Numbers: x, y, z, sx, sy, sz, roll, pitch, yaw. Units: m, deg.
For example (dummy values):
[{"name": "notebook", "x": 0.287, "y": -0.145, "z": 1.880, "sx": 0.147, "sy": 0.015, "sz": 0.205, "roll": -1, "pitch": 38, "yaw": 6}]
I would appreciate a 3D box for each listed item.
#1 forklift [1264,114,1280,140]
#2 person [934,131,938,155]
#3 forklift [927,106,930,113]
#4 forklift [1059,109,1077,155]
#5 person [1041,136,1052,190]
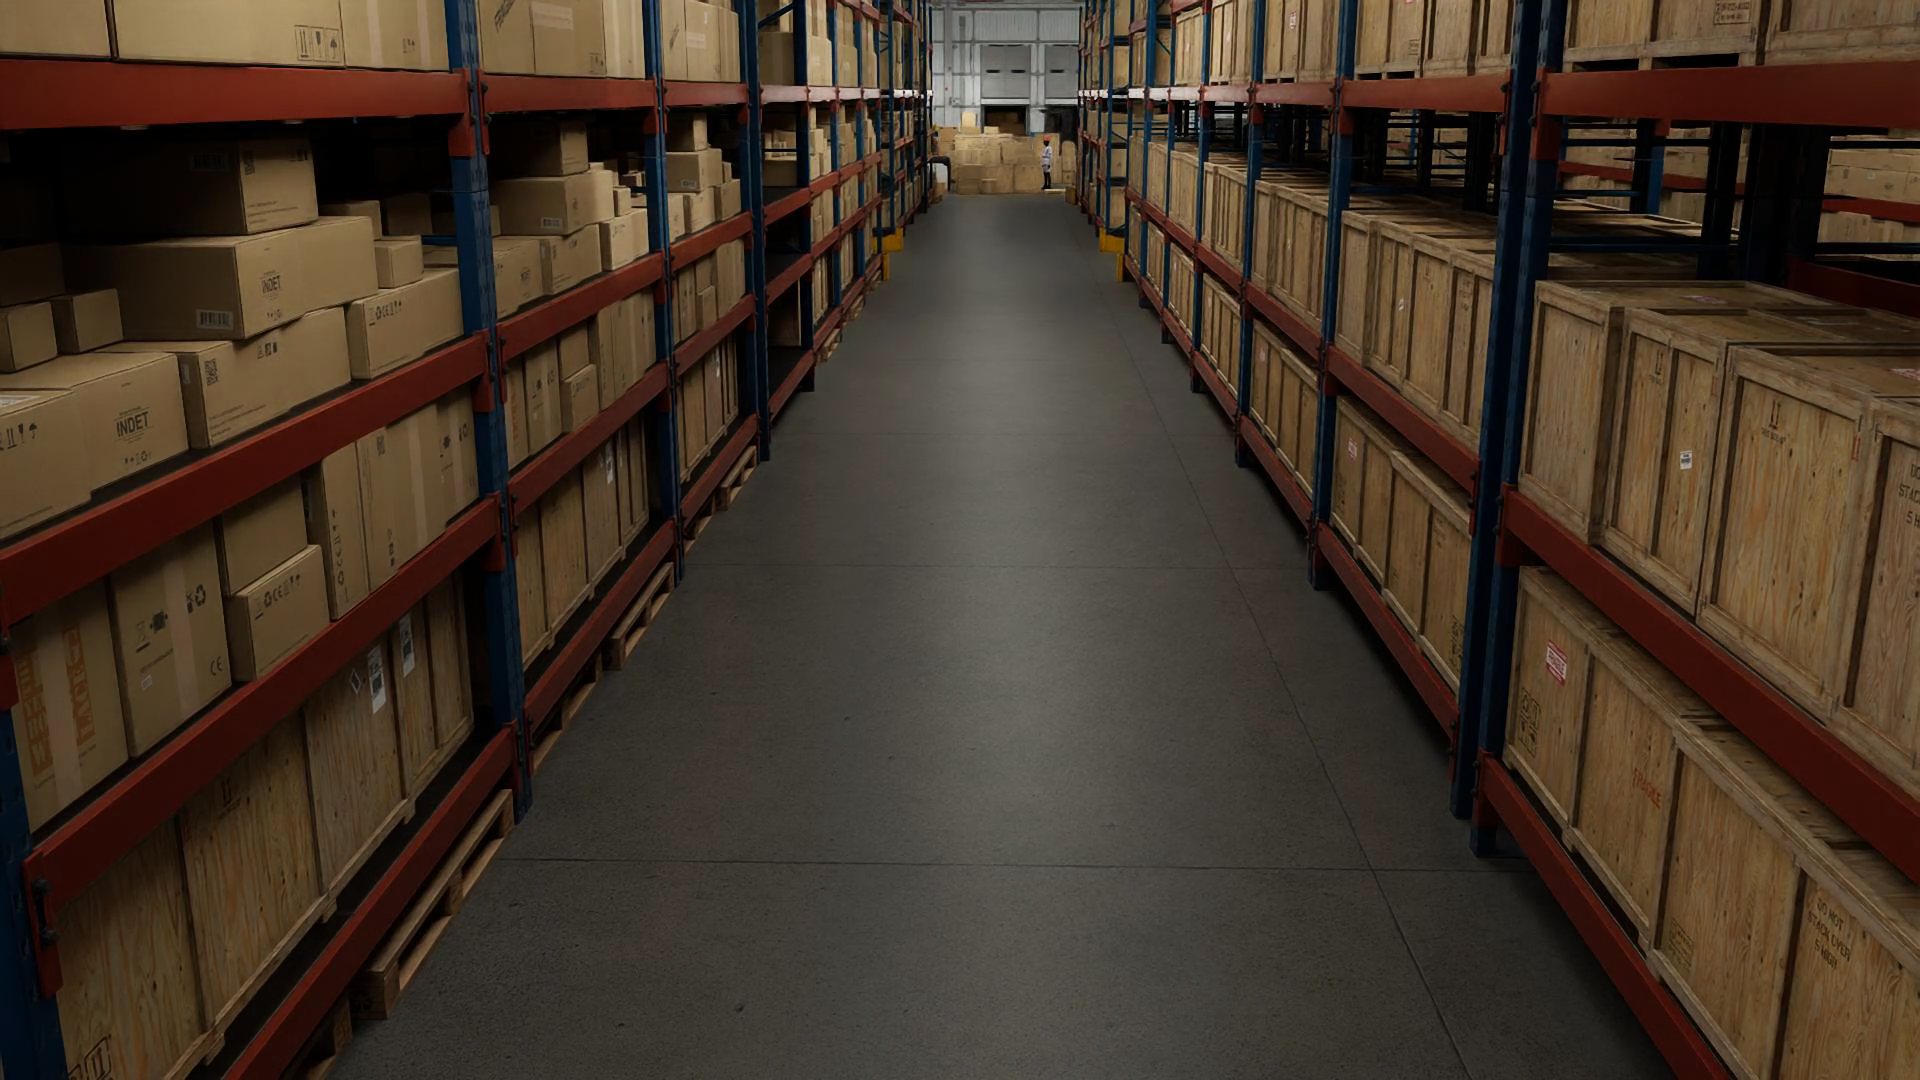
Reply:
[{"name": "forklift", "x": 11.019, "y": -13.920, "z": 59.584, "sx": 1.129, "sy": 2.768, "sz": 1.873, "roll": 0, "pitch": 15, "yaw": 2}, {"name": "person", "x": -1.069, "y": -19.266, "z": 81.750, "sx": 0.389, "sy": 1.685, "sz": 0.542, "roll": 8, "pitch": 17, "yaw": 26}, {"name": "forklift", "x": -1.995, "y": -20.729, "z": 84.918, "sx": 1.129, "sy": 2.768, "sz": 1.873, "roll": 0, "pitch": 15, "yaw": 2}, {"name": "forklift", "x": 4.571, "y": -17.087, "z": 71.366, "sx": 1.873, "sy": 2.768, "sz": 1.129, "roll": -5, "pitch": 16, "yaw": -17}, {"name": "person", "x": 3.158, "y": -13.831, "z": 61.041, "sx": 0.358, "sy": 1.936, "sz": 0.552, "roll": -7, "pitch": 17, "yaw": -25}]
